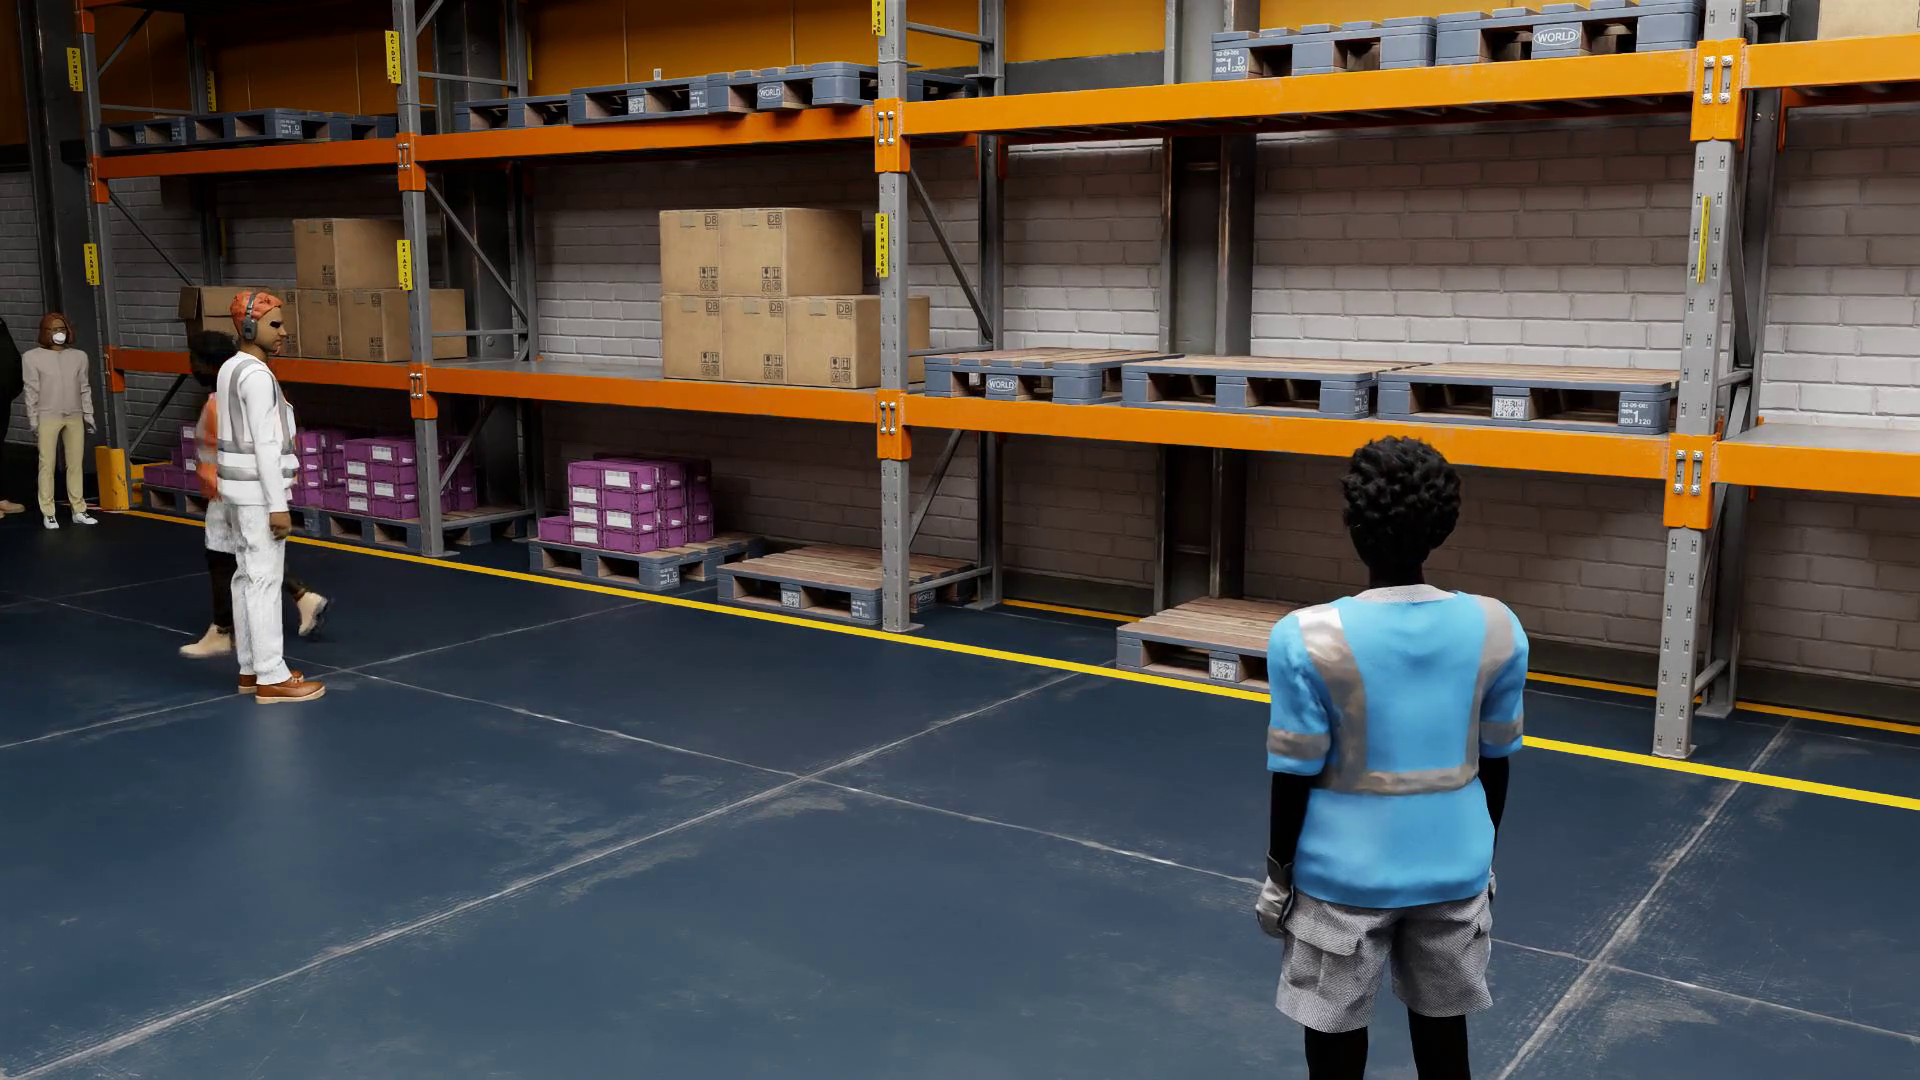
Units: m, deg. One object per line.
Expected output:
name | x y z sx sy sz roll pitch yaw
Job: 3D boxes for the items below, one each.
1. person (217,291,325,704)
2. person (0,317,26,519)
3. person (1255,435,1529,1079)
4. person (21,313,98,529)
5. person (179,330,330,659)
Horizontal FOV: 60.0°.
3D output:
person | -3.216 -0.194 7.662 0.362 1.883 0.575 -7 12 -34
person | -7.656 -1.185 13.097 0.535 2.000 0.684 -1 10 -5
person | 0.821 0.645 3.217 0.535 1.699 0.318 -2 10 -14
person | -6.836 -0.907 12.650 0.278 1.634 0.498 7 12 36
person | -3.661 -0.237 8.497 0.643 1.678 0.545 -3 10 -17
